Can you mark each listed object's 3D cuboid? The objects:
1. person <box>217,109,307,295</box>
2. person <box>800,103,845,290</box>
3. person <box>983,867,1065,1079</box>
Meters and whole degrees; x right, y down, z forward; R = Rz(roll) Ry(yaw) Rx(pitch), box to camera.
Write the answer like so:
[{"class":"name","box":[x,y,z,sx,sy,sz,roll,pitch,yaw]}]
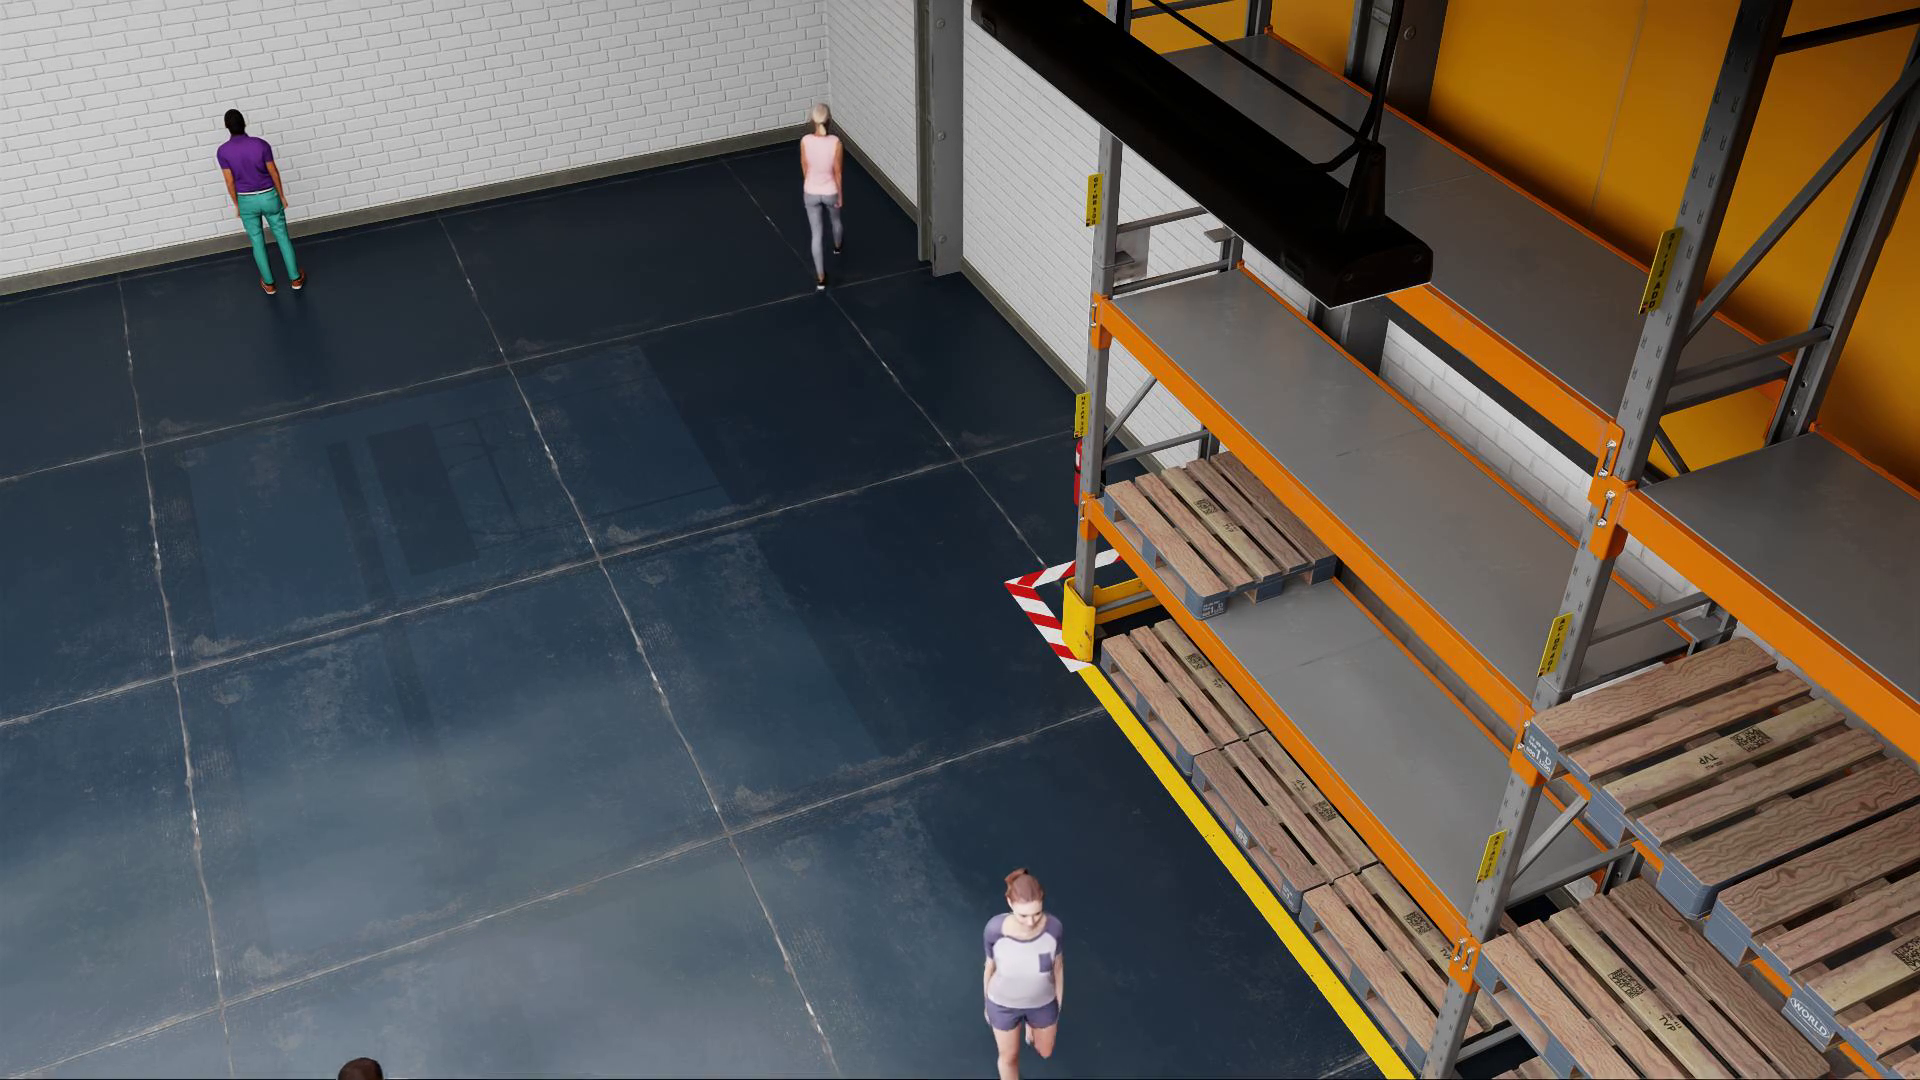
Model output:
[{"class":"person","box":[-6.368,-3.078,15.102,0.616,1.768,0.565,-15,41,-18]},{"class":"person","box":[-1.267,-3.107,15.211,0.877,1.678,1.177,0,39,0]},{"class":"person","box":[0.306,2.253,8.443,0.762,1.748,0.958,-1,39,-2]}]
